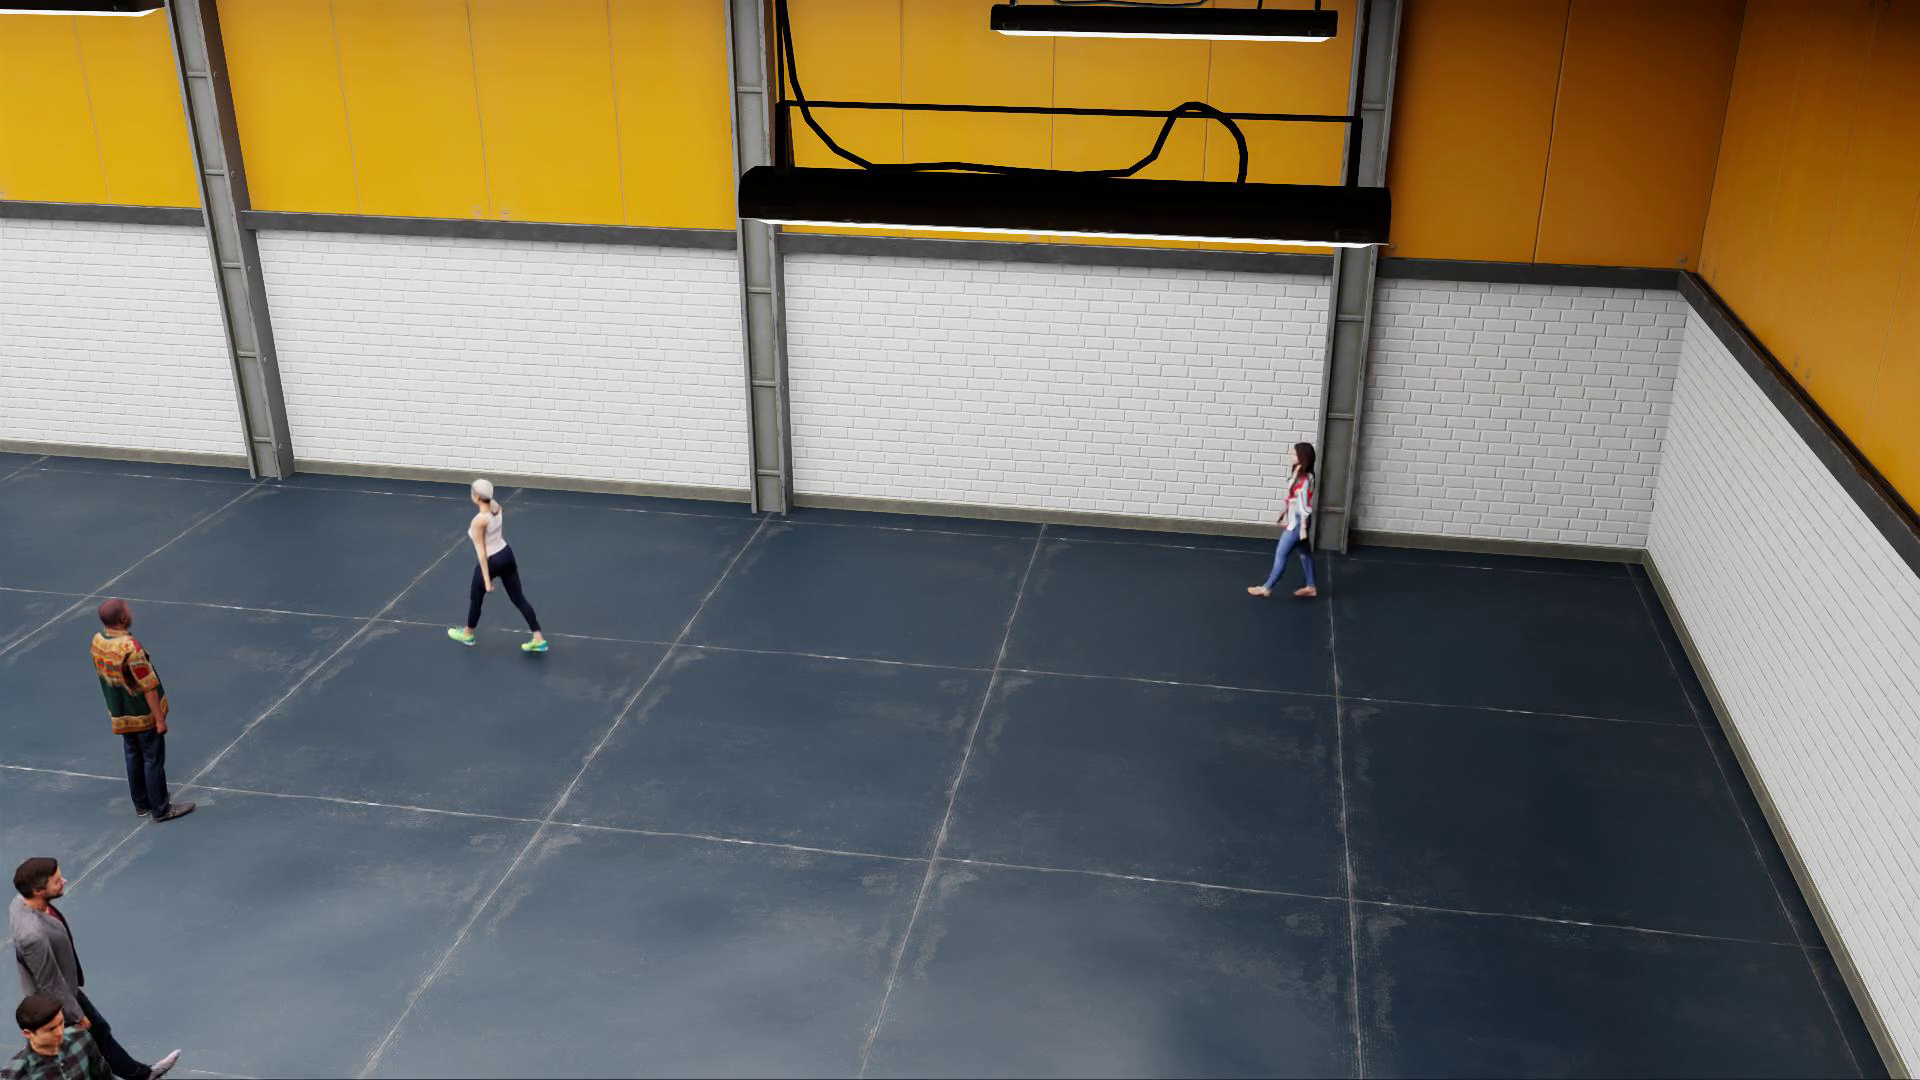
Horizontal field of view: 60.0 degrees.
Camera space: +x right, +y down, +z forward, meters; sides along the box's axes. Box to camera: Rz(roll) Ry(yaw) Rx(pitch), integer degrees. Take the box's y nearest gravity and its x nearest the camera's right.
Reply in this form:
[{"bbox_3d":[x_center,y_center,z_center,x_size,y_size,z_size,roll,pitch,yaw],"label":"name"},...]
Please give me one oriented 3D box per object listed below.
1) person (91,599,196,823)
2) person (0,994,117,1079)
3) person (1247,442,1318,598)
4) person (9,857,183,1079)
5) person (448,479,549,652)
[{"bbox_3d":[-6.156,1.264,12.418,0.733,1.807,0.856,14,27,28],"label":"person"},{"bbox_3d":[-4.564,2.993,8.483,1.022,1.693,0.862,11,26,24],"label":"person"},{"bbox_3d":[3.331,-0.165,15.960,0.944,1.589,0.684,1,24,3],"label":"person"},{"bbox_3d":[-5.149,2.627,9.274,1.217,1.829,1.137,-15,28,-30],"label":"person"},{"bbox_3d":[-4.061,0.283,14.865,1.270,1.645,0.794,9,25,20],"label":"person"}]
